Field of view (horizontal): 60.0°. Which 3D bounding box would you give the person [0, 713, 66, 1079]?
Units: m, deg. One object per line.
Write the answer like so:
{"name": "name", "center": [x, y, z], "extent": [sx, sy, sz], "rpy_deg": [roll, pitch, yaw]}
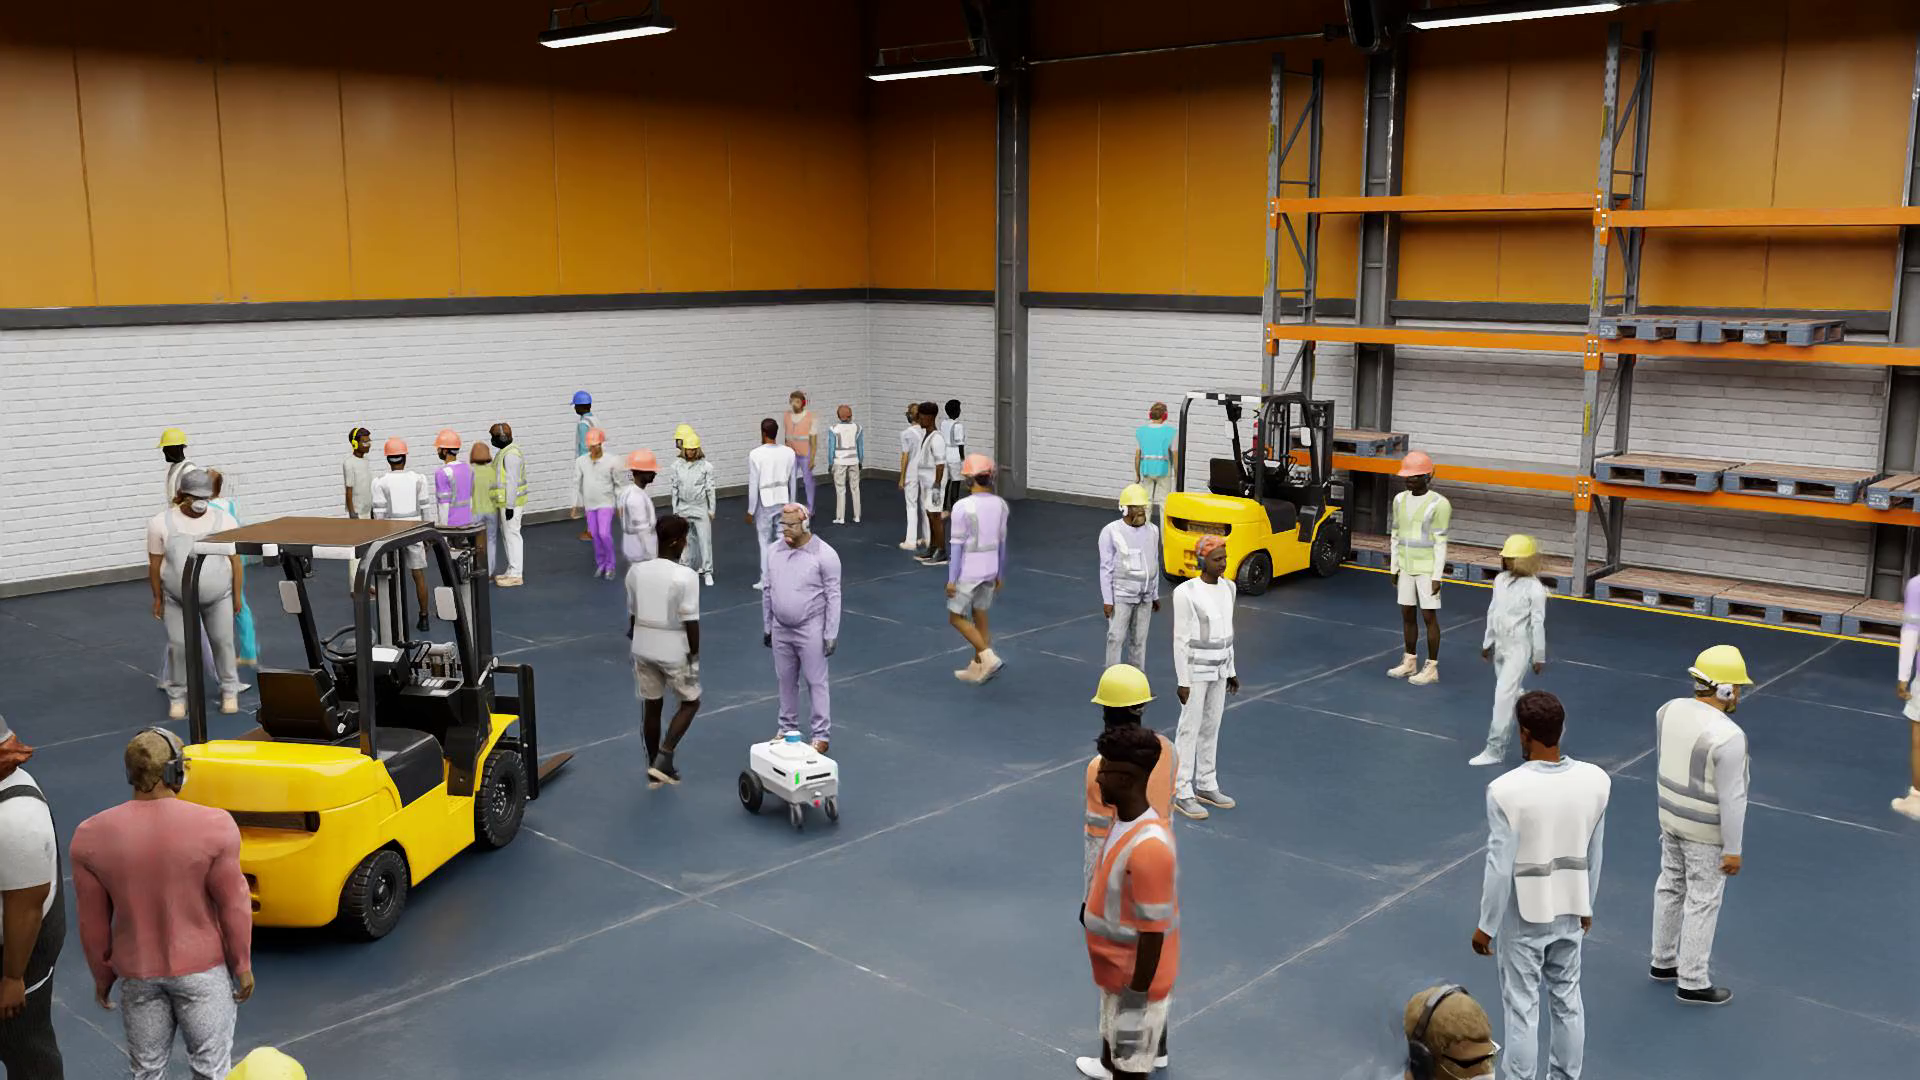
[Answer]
{"name": "person", "center": [-3.831, 1.610, 6.575], "extent": [0.536, 2.000, 0.676], "rpy_deg": [-7, 12, -34]}

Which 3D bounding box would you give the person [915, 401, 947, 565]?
{"name": "person", "center": [-0.341, -0.684, 19.854], "extent": [0.368, 1.962, 0.613], "rpy_deg": [-2, 10, -11]}

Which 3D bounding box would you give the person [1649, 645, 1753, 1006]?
{"name": "person", "center": [3.704, 1.417, 8.314], "extent": [0.403, 1.821, 0.601], "rpy_deg": [-2, 10, -11]}

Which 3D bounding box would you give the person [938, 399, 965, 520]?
{"name": "person", "center": [-0.099, -1.099, 22.982], "extent": [0.315, 1.696, 0.541], "rpy_deg": [-7, 12, -35]}

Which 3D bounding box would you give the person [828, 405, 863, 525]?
{"name": "person", "center": [-1.562, -1.028, 22.741], "extent": [0.522, 1.638, 0.309], "rpy_deg": [-5, 11, -27]}

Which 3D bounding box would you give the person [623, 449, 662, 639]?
{"name": "person", "center": [-2.912, 0.109, 15.448], "extent": [0.407, 1.921, 0.567], "rpy_deg": [-1, 10, -5]}

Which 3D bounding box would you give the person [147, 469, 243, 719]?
{"name": "person", "center": [-6.123, 0.416, 13.377], "extent": [0.691, 2.000, 0.539], "rpy_deg": [-5, 11, -27]}

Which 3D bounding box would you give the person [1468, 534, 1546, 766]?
{"name": "person", "center": [4.118, 0.786, 12.200], "extent": [0.790, 1.714, 0.485], "rpy_deg": [-3, 11, -18]}

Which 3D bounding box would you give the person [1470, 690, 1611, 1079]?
{"name": "person", "center": [2.469, 1.586, 7.083], "extent": [0.587, 1.913, 0.393], "rpy_deg": [-3, 11, -19]}

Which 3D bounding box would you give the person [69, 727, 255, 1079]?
{"name": "person", "center": [-3.077, 1.678, 6.493], "extent": [0.627, 1.936, 0.373], "rpy_deg": [-1, 10, -8]}

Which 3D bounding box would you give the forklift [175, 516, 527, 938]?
{"name": "forklift", "center": [-3.583, 0.976, 9.748], "extent": [1.214, 2.155, 2.313], "rpy_deg": [2, 10, 11]}

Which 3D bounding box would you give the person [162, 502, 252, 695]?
{"name": "person", "center": [-6.389, 0.476, 13.941], "extent": [0.900, 1.716, 0.534], "rpy_deg": [1, 10, 7]}

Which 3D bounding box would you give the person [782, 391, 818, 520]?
{"name": "person", "center": [-2.264, -1.125, 22.818], "extent": [0.595, 1.801, 0.875], "rpy_deg": [5, 11, 28]}

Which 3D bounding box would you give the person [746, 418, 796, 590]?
{"name": "person", "center": [-2.066, -0.386, 18.310], "extent": [0.602, 1.916, 0.390], "rpy_deg": [-8, 13, -38]}

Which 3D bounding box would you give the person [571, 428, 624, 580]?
{"name": "person", "center": [-4.138, -0.406, 18.923], "extent": [0.568, 1.731, 0.550], "rpy_deg": [3, 10, 16]}

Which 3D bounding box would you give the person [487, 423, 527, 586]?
{"name": "person", "center": [-5.084, -0.408, 18.681], "extent": [0.429, 1.831, 0.630], "rpy_deg": [-4, 11, -24]}

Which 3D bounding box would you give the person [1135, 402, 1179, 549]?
{"name": "person", "center": [2.465, -0.798, 20.854], "extent": [0.571, 1.840, 0.373], "rpy_deg": [4, 11, 22]}

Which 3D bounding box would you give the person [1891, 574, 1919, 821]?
{"name": "person", "center": [6.474, 0.845, 10.984], "extent": [0.621, 2.020, 0.454], "rpy_deg": [0, 10, -1]}

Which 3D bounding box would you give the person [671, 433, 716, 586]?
{"name": "person", "center": [-2.971, -0.335, 18.554], "extent": [0.496, 1.732, 0.383], "rpy_deg": [1, 10, 6]}

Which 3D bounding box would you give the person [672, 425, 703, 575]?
{"name": "person", "center": [-3.117, -0.435, 19.004], "extent": [0.310, 1.768, 0.533], "rpy_deg": [1, 10, 6]}

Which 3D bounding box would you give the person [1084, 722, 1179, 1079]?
{"name": "person", "center": [0.657, 1.674, 6.468], "extent": [0.379, 1.967, 0.627], "rpy_deg": [-1, 10, -5]}

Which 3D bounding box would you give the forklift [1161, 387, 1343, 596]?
{"name": "forklift", "center": [3.298, -0.608, 18.767], "extent": [1.214, 2.155, 2.313], "rpy_deg": [9, 13, 42]}

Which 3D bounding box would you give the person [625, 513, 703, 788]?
{"name": "person", "center": [-2.044, 0.781, 11.556], "extent": [0.633, 1.942, 0.466], "rpy_deg": [5, 11, 26]}

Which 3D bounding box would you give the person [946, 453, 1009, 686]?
{"name": "person", "center": [0.165, 0.276, 14.197], "extent": [0.640, 2.031, 0.563], "rpy_deg": [-9, 14, -43]}

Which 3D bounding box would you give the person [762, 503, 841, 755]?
{"name": "person", "center": [-1.202, 0.666, 12.337], "extent": [0.652, 1.906, 0.403], "rpy_deg": [5, 11, 28]}

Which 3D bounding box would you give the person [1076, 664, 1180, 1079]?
{"name": "person", "center": [0.747, 1.506, 7.534], "extent": [0.393, 1.919, 0.581], "rpy_deg": [9, 13, 41]}

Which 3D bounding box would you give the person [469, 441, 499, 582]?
{"name": "person", "center": [-5.338, -0.292, 18.627], "extent": [0.508, 1.619, 0.536], "rpy_deg": [-3, 11, -19]}

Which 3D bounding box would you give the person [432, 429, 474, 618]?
{"name": "person", "center": [-5.171, -0.163, 16.954], "extent": [0.353, 1.942, 0.545], "rpy_deg": [3, 10, 16]}

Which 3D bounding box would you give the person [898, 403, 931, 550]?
{"name": "person", "center": [-0.554, -0.795, 20.828], "extent": [0.508, 1.847, 0.345], "rpy_deg": [-8, 13, -39]}

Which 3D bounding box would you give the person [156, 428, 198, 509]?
{"name": "person", "center": [-8.042, -0.201, 17.211], "extent": [0.382, 1.924, 0.594], "rpy_deg": [-9, 14, -42]}

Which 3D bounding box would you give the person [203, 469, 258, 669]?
{"name": "person", "center": [-6.735, 0.258, 14.947], "extent": [0.948, 1.796, 0.524], "rpy_deg": [3, 10, 16]}

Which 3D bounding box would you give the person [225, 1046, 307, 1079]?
{"name": "person", "center": [-1.678, 2.160, 4.107], "extent": [0.609, 1.813, 0.526], "rpy_deg": [-3, 10, -14]}

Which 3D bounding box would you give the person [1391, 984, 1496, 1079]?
{"name": "person", "center": [1.278, 2.077, 4.303], "extent": [0.654, 1.901, 0.896], "rpy_deg": [-8, 13, -39]}

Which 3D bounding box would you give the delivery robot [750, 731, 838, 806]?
{"name": "delivery robot", "center": [-1.107, 1.515, 11.055], "extent": [0.477, 0.478, 0.707], "rpy_deg": [-7, 11, -33]}

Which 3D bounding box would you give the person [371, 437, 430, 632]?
{"name": "person", "center": [-5.464, -0.038, 16.263], "extent": [0.547, 1.934, 0.376], "rpy_deg": [-7, 12, -34]}

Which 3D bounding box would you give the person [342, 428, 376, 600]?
{"name": "person", "center": [-6.432, -0.285, 17.890], "extent": [0.323, 1.861, 0.511], "rpy_deg": [0, 10, 3]}

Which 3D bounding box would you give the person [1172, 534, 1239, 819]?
{"name": "person", "center": [1.644, 0.896, 11.093], "extent": [0.573, 1.883, 0.355], "rpy_deg": [-9, 13, -42]}

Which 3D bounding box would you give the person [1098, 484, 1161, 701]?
{"name": "person", "center": [1.424, 0.449, 13.769], "extent": [0.590, 1.837, 0.404], "rpy_deg": [-6, 12, -32]}

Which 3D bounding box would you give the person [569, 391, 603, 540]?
{"name": "person", "center": [-4.819, -0.966, 21.545], "extent": [0.424, 1.938, 0.622], "rpy_deg": [0, 10, 3]}

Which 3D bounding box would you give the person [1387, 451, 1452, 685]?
{"name": "person", "center": [3.946, 0.242, 14.409], "extent": [0.418, 2.035, 0.601], "rpy_deg": [-6, 12, -32]}
